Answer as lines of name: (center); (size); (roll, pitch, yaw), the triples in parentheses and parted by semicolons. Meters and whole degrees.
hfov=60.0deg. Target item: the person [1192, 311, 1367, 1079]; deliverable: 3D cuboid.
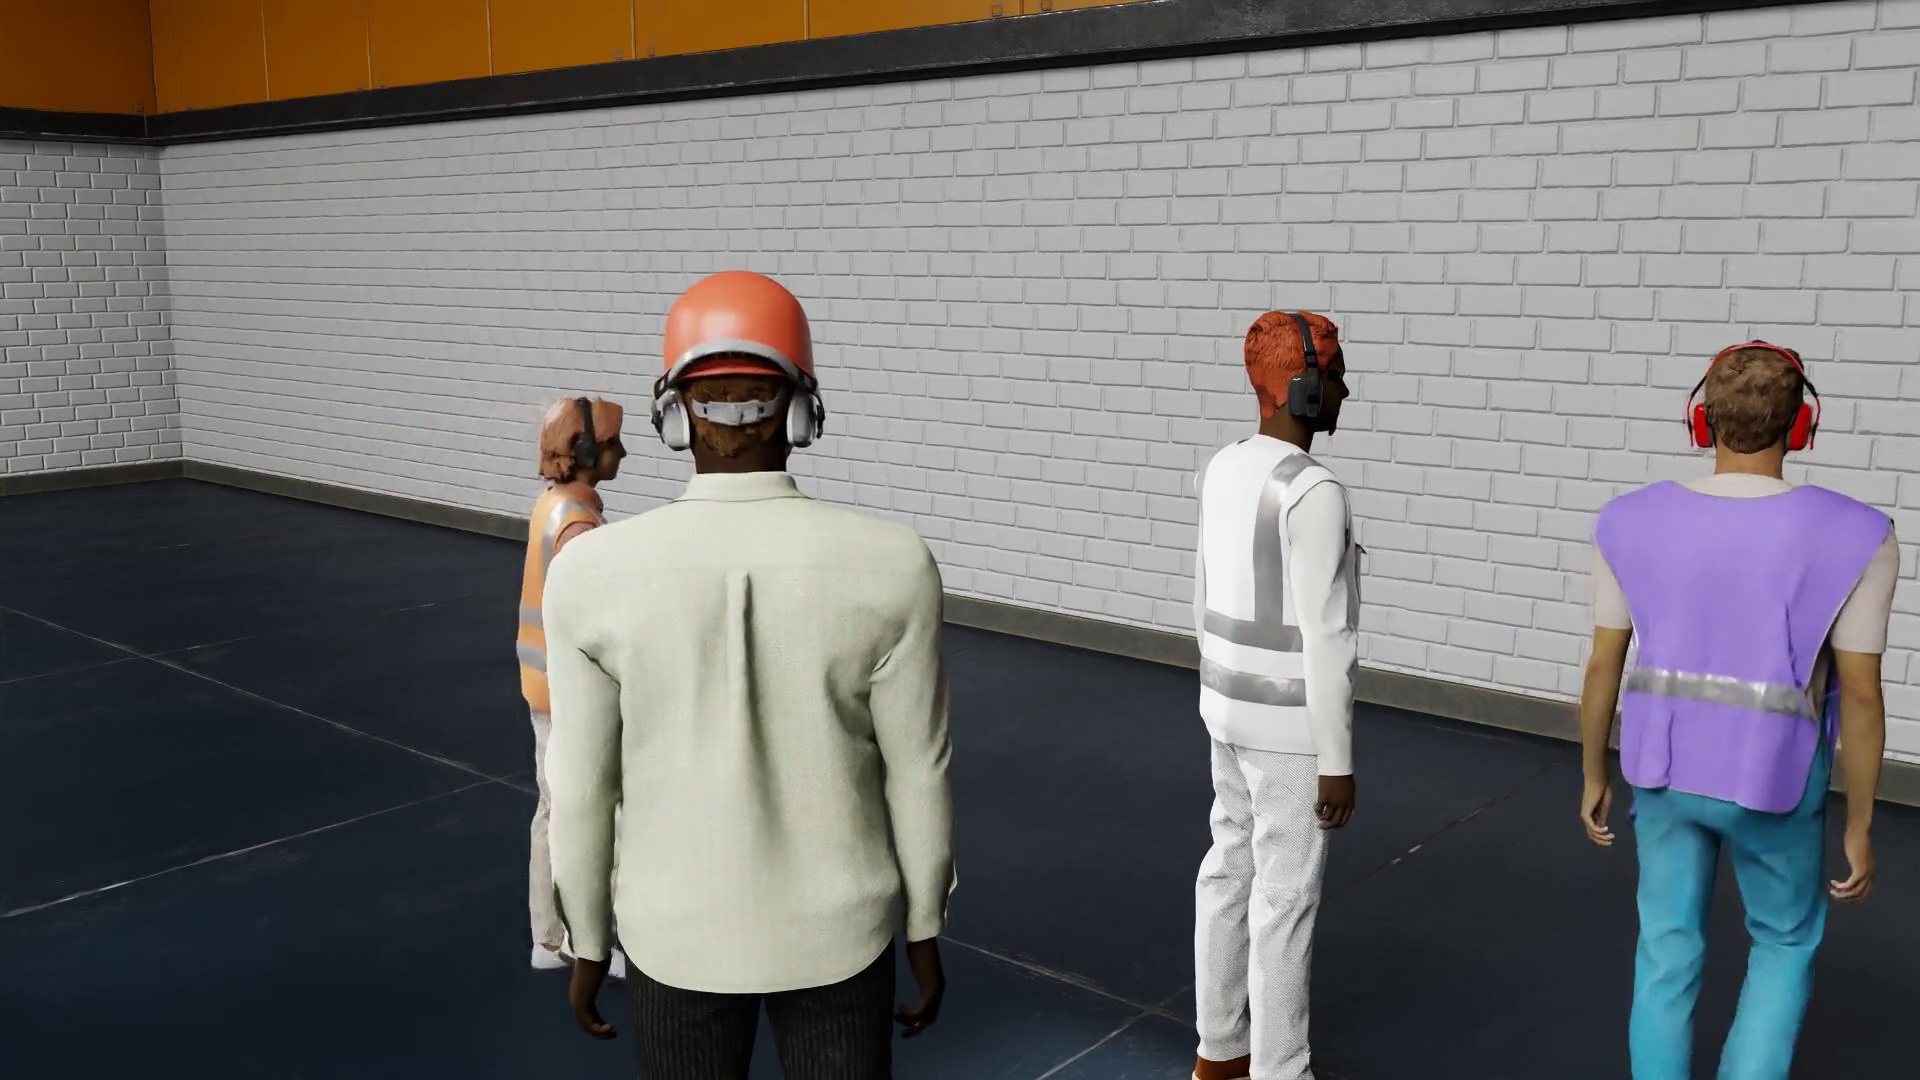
person: (0.729, 0.428, 3.797); (0.356, 1.883, 0.572); (-3, 11, -19)

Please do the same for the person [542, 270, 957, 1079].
person: (-0.311, 0.592, 2.560); (0.611, 1.989, 0.391); (-1, 10, -4)

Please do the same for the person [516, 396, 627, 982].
person: (-1.020, 0.420, 4.569); (0.432, 1.624, 0.515); (-5, 11, -24)

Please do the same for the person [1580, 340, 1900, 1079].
person: (1.576, 0.513, 3.434); (0.592, 1.834, 0.447); (7, 12, 35)
